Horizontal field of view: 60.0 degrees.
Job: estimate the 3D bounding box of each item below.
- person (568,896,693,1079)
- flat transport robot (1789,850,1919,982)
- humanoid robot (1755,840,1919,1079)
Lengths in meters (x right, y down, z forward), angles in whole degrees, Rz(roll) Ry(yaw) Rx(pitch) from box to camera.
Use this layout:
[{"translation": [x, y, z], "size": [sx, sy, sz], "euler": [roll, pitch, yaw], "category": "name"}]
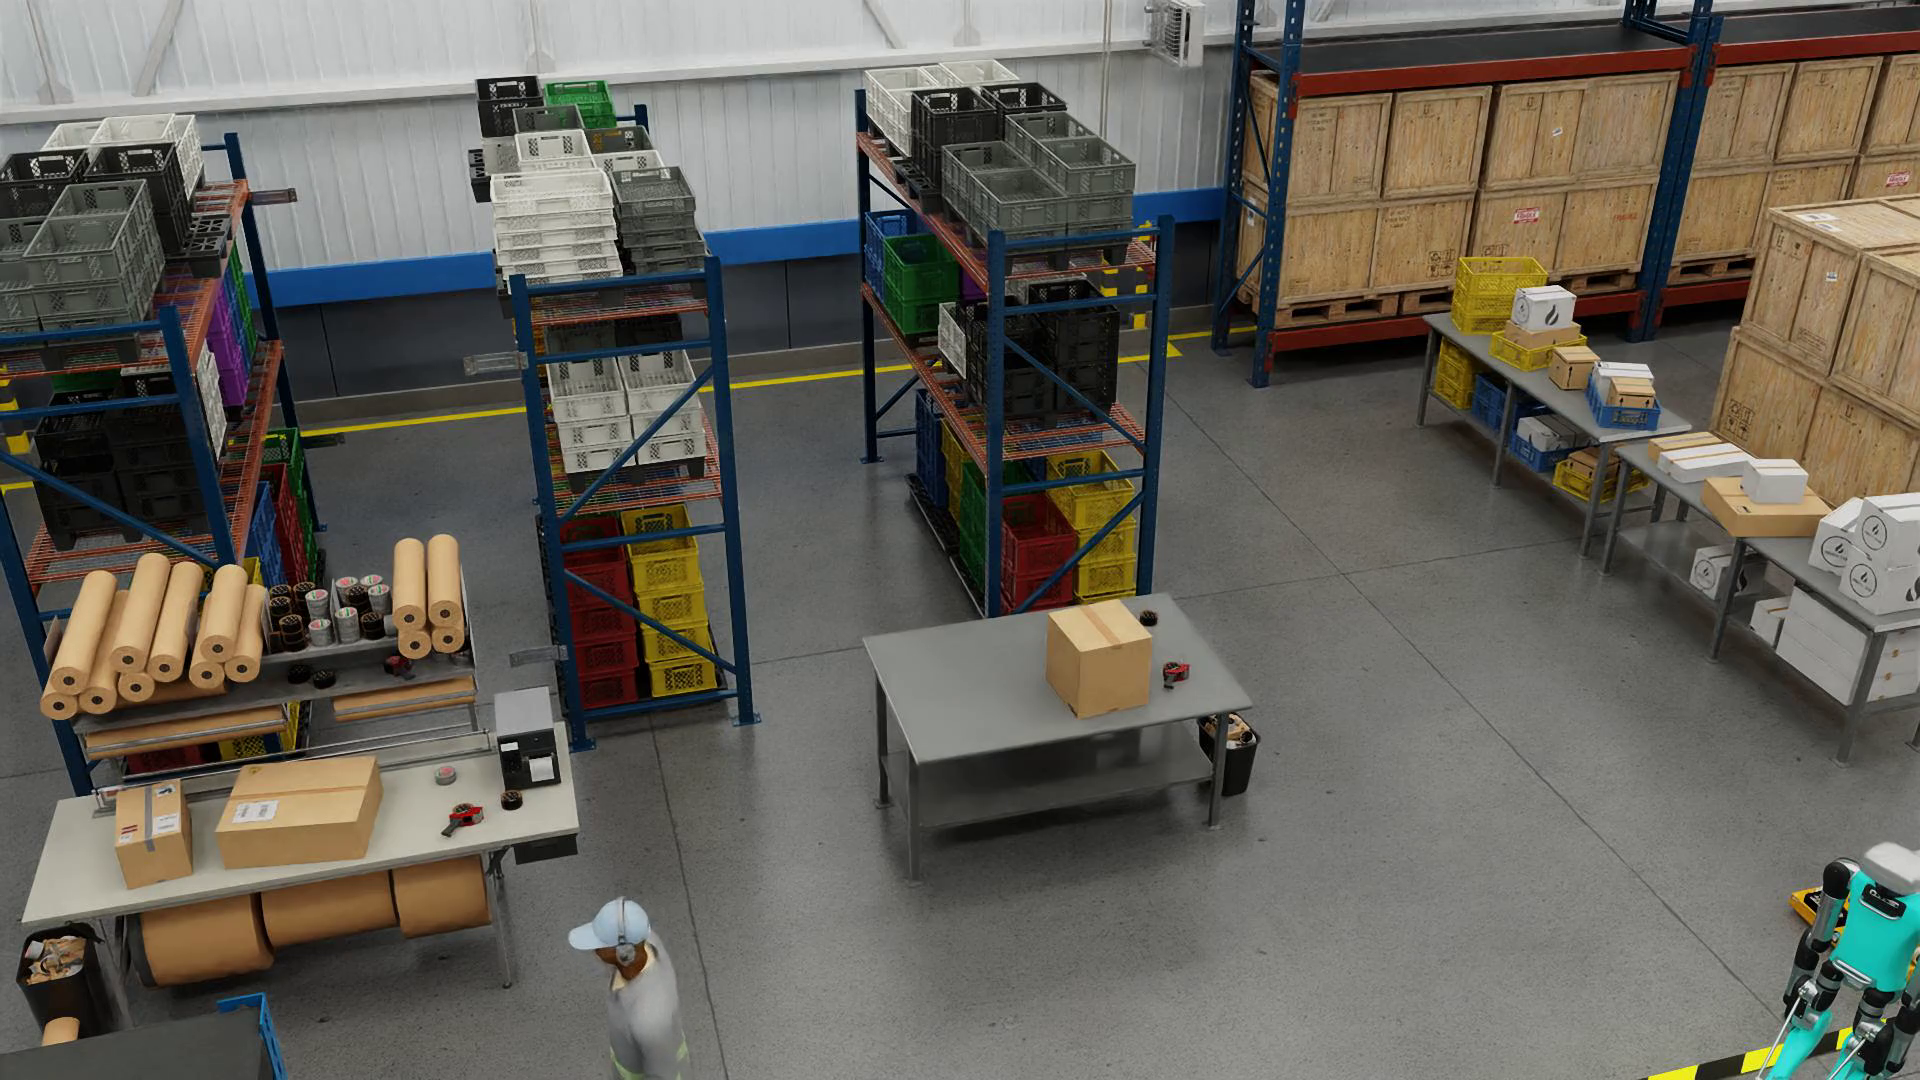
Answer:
[{"translation": [-1.262, 2.154, 6.599], "size": [0.396, 1.850, 0.596], "euler": [-8, 30, -14], "category": "person"}, {"translation": [5.163, 1.916, 8.676], "size": [1.431, 0.231, 0.659], "euler": [-8, 30, -14], "category": "flat transport robot"}, {"translation": [3.519, 2.032, 6.804], "size": [0.735, 1.674, 0.533], "euler": [-18, 34, -29], "category": "humanoid robot"}]
